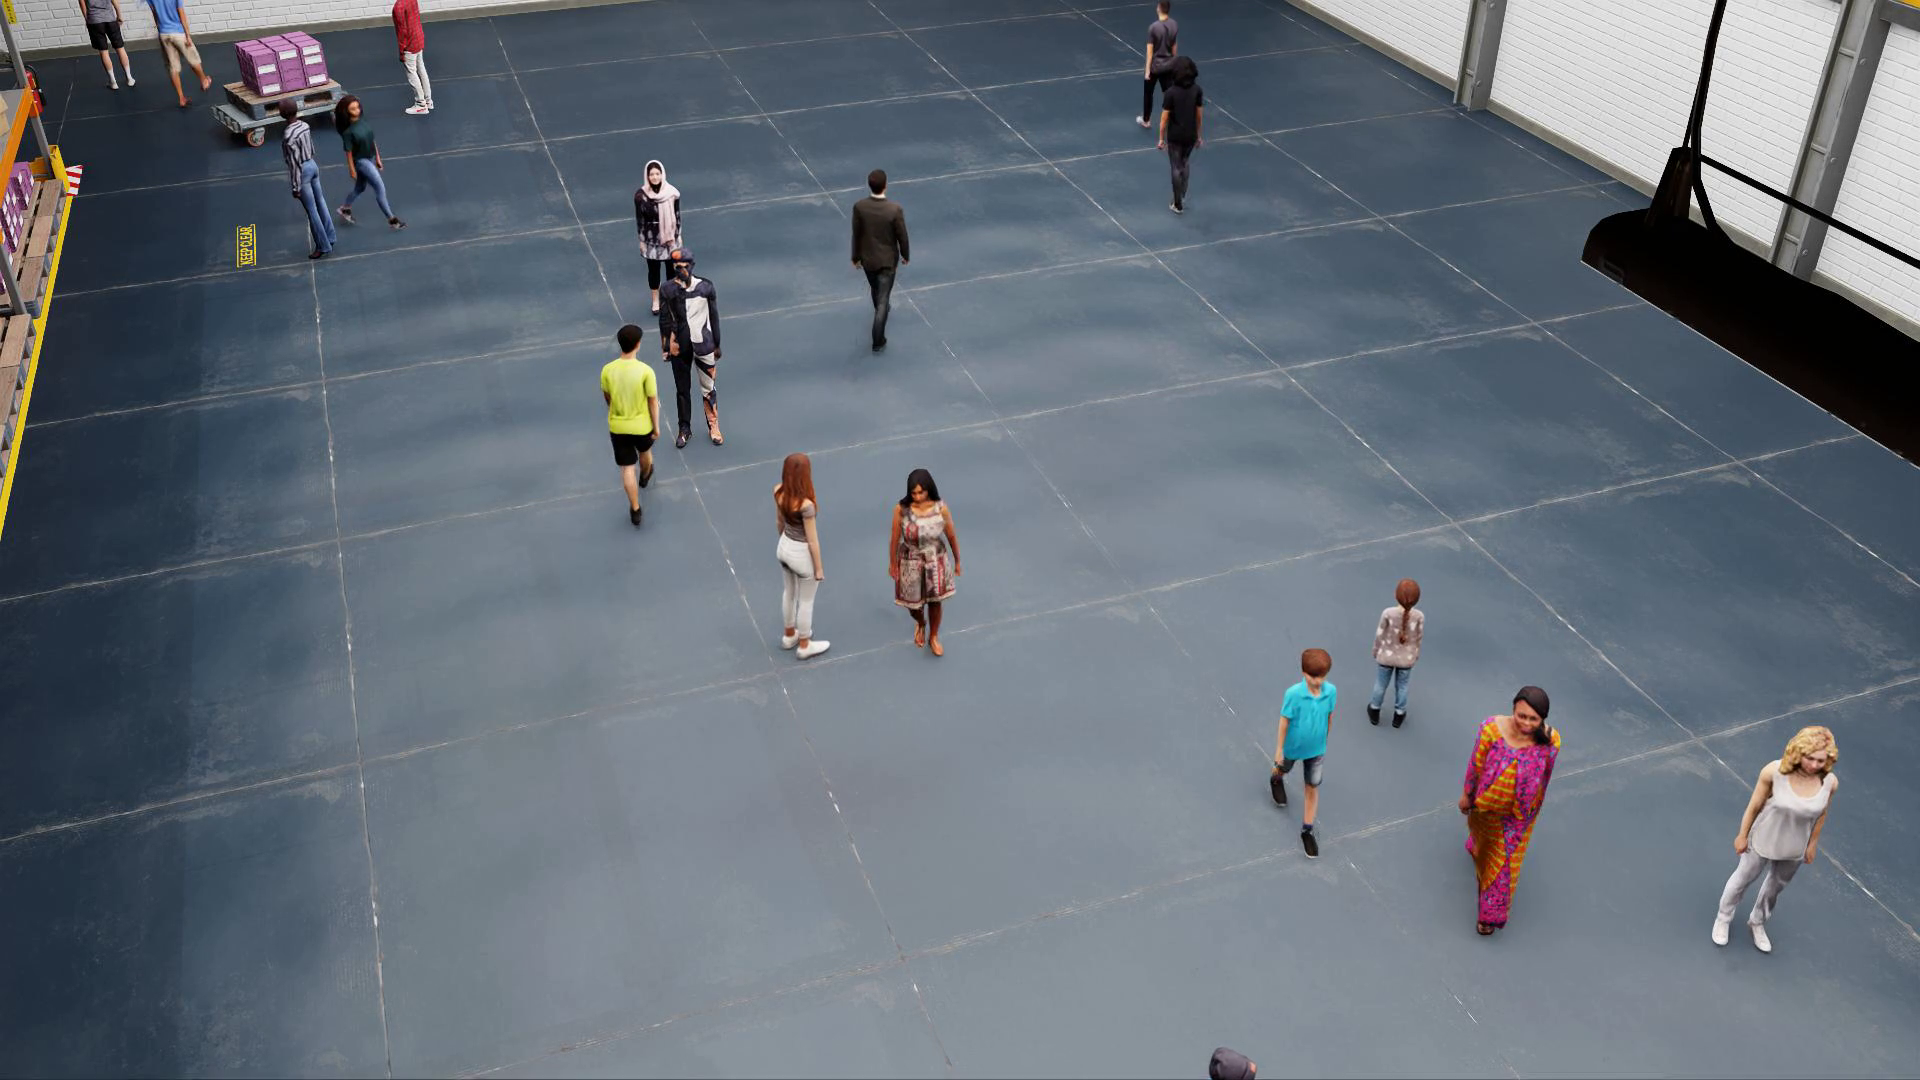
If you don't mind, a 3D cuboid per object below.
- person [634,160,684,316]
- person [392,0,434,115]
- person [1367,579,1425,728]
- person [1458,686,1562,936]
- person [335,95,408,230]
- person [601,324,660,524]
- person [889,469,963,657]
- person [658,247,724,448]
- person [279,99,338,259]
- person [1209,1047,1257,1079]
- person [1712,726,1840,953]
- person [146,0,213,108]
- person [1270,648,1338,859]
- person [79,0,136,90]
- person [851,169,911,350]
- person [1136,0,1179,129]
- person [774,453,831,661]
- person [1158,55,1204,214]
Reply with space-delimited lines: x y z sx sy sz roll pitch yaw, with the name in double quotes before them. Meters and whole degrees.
"person" -3.107 -3.152 17.227 0.617 1.638 0.608 -12 36 -18
"person" -7.379 -6.678 22.368 0.817 1.820 0.706 6 34 9
"person" 3.072 0.797 11.690 0.545 1.191 0.577 7 34 10
"person" 3.339 1.523 10.183 1.127 1.652 1.240 11 35 17
"person" -6.902 -4.322 19.045 1.035 1.575 1.097 7 34 11
"person" -2.747 -0.923 13.862 0.785 1.651 1.149 -3 34 -5
"person" -0.295 0.132 12.293 0.744 1.632 0.745 -8 35 -13
"person" -2.394 -1.731 14.860 0.737 1.892 0.660 -4 34 -6
"person" -7.213 -3.994 18.353 0.761 1.795 0.626 4 34 5
"person" 1.191 3.018 7.805 0.752 1.794 0.634 4 34 5
"person" 4.845 1.746 9.829 0.693 1.671 0.708 6 34 9
"person" -10.688 -6.803 22.549 0.762 1.828 1.162 -6 34 -9
"person" 2.196 1.265 10.784 0.704 1.416 1.029 -3 34 -5
"person" -11.953 -7.249 23.181 0.710 1.871 0.649 -21 39 -28
"person" -0.812 -2.751 16.518 1.087 1.757 1.270 6 34 9
"person" 2.642 -6.090 21.561 0.719 1.733 1.148 -15 36 -21
"person" -1.202 0.122 12.231 0.723 1.717 0.599 -29 43 -36
"person" 2.615 -4.699 19.387 0.710 1.824 0.713 -6 34 -10
